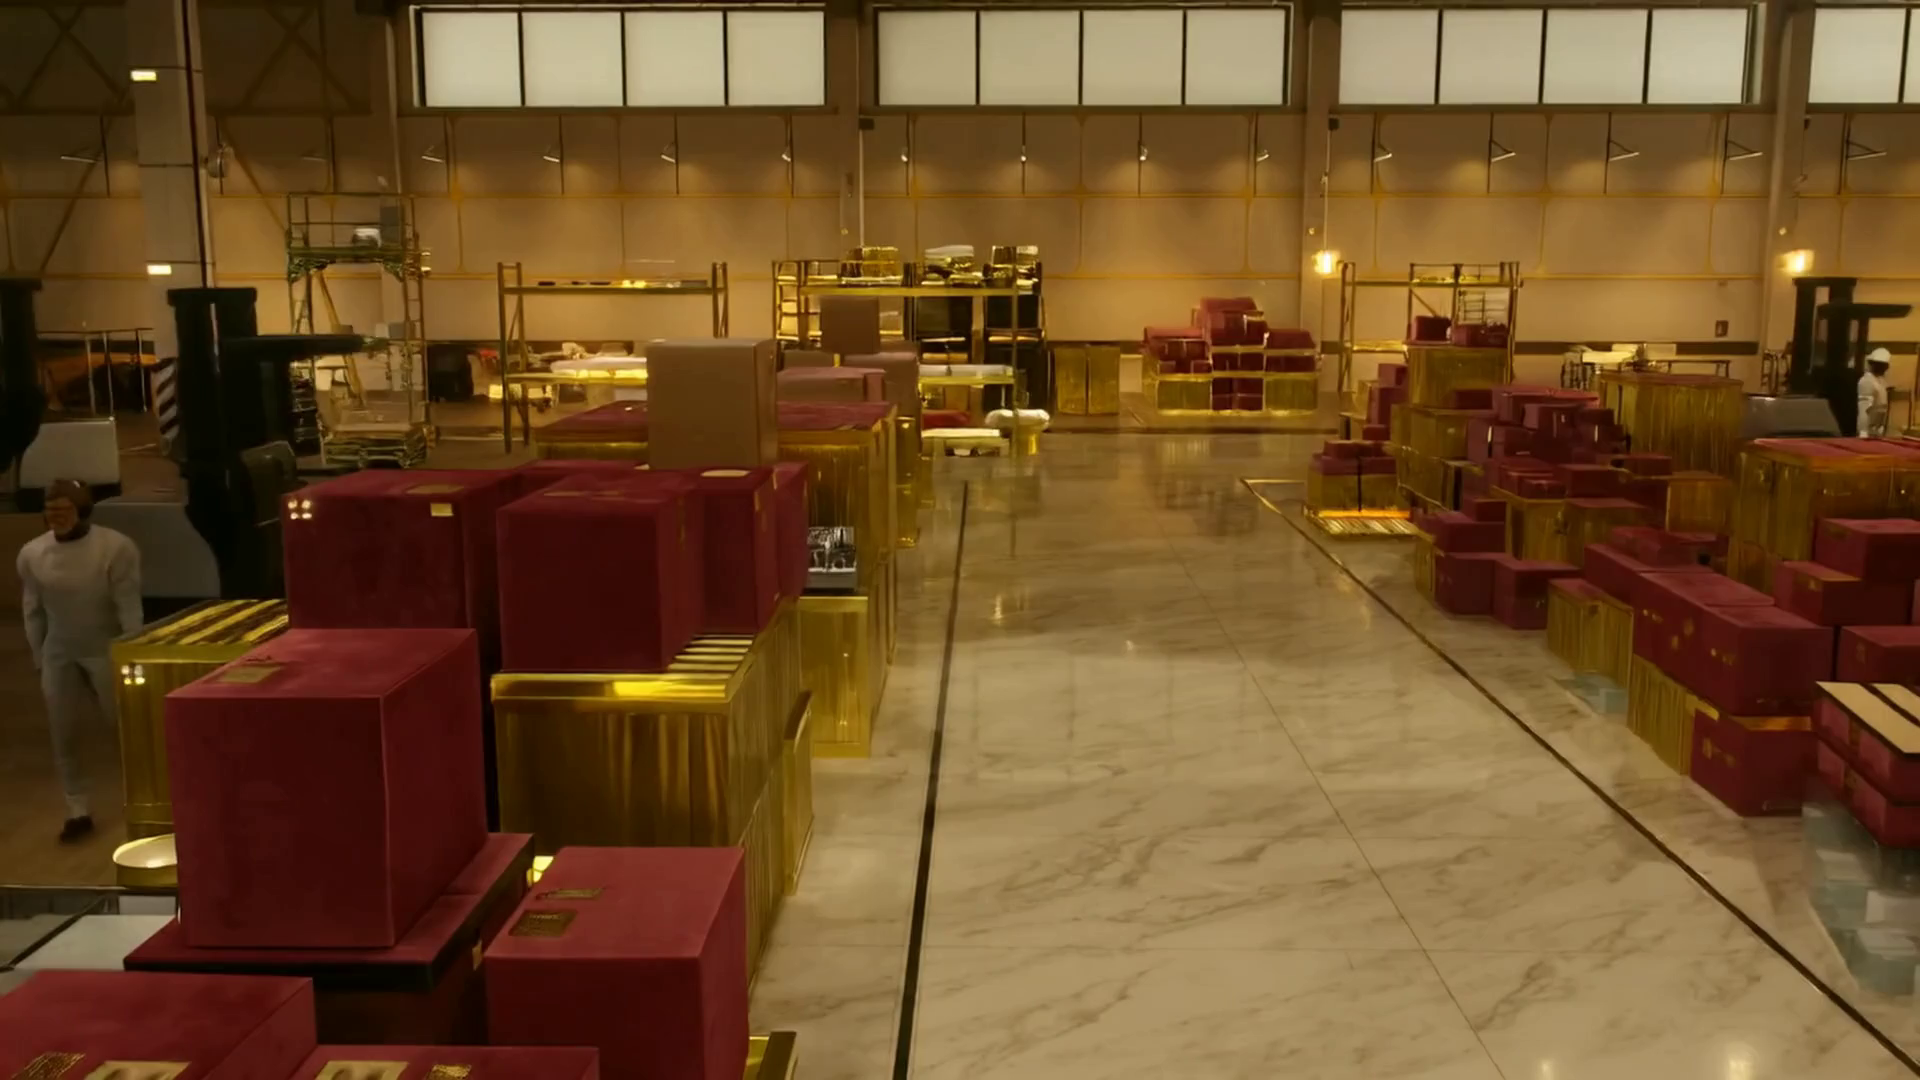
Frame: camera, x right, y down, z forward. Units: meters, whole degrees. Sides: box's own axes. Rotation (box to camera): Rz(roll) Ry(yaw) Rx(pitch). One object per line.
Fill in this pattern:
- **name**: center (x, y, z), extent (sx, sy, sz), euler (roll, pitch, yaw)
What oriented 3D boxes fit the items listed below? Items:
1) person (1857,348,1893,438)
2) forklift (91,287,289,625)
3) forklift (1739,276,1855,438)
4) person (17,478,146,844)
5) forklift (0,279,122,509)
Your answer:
- **person**: center (11.818, -1.515, 21.517), extent (0.545, 1.942, 0.349), euler (-7, 12, -37)
- **forklift**: center (-6.160, -0.715, 13.920), extent (1.873, 2.768, 1.129), euler (0, 9, 1)
- **forklift**: center (12.441, -2.428, 24.180), extent (1.873, 2.768, 1.129), euler (-1, 10, -8)
- **person**: center (-4.673, 0.600, 8.948), extent (0.637, 1.915, 0.809), euler (-1, 10, -8)
- **forklift**: center (-11.449, -1.800, 20.416), extent (1.873, 2.768, 1.129), euler (-4, 10, -25)
